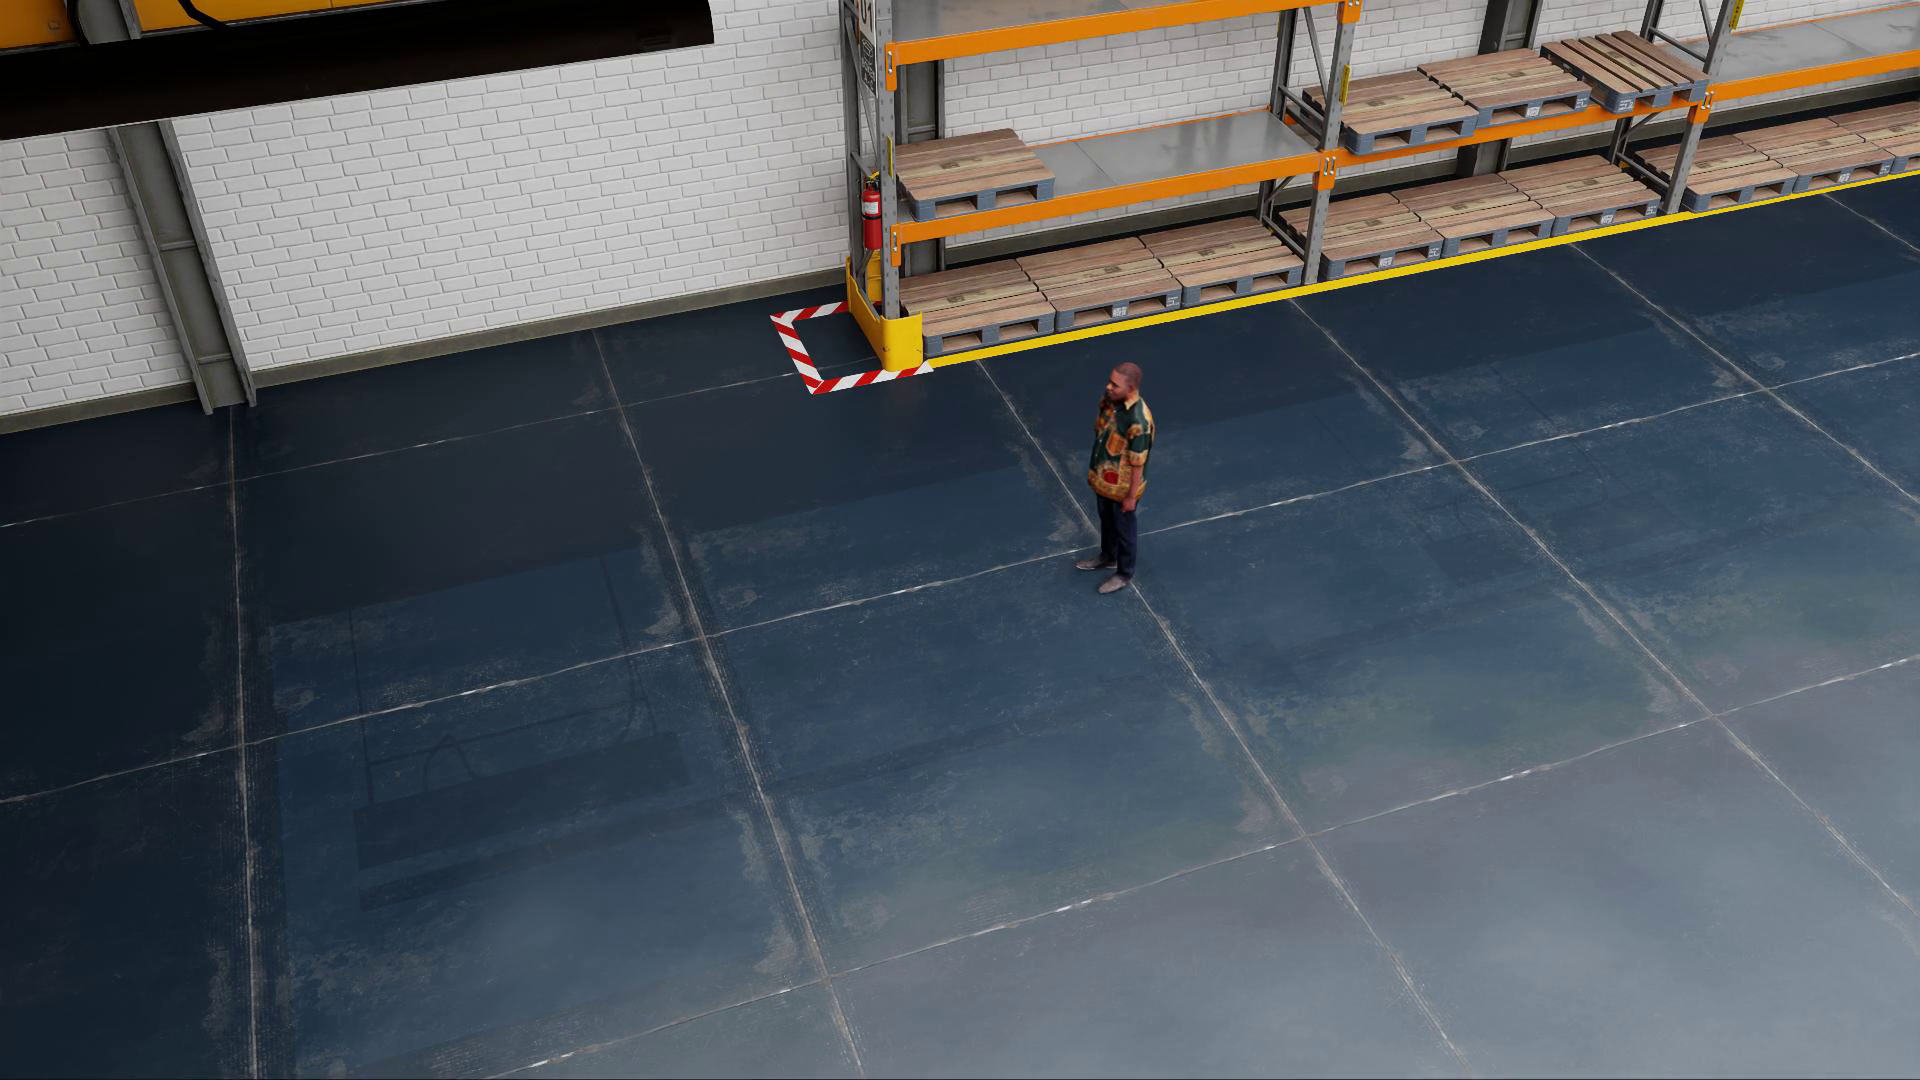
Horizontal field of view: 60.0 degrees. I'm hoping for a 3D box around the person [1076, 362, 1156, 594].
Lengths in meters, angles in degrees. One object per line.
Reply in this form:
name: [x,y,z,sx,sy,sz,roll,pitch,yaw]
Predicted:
person: [1.097,-0.443,11.349,0.659,1.807,0.700,-16,41,-19]
